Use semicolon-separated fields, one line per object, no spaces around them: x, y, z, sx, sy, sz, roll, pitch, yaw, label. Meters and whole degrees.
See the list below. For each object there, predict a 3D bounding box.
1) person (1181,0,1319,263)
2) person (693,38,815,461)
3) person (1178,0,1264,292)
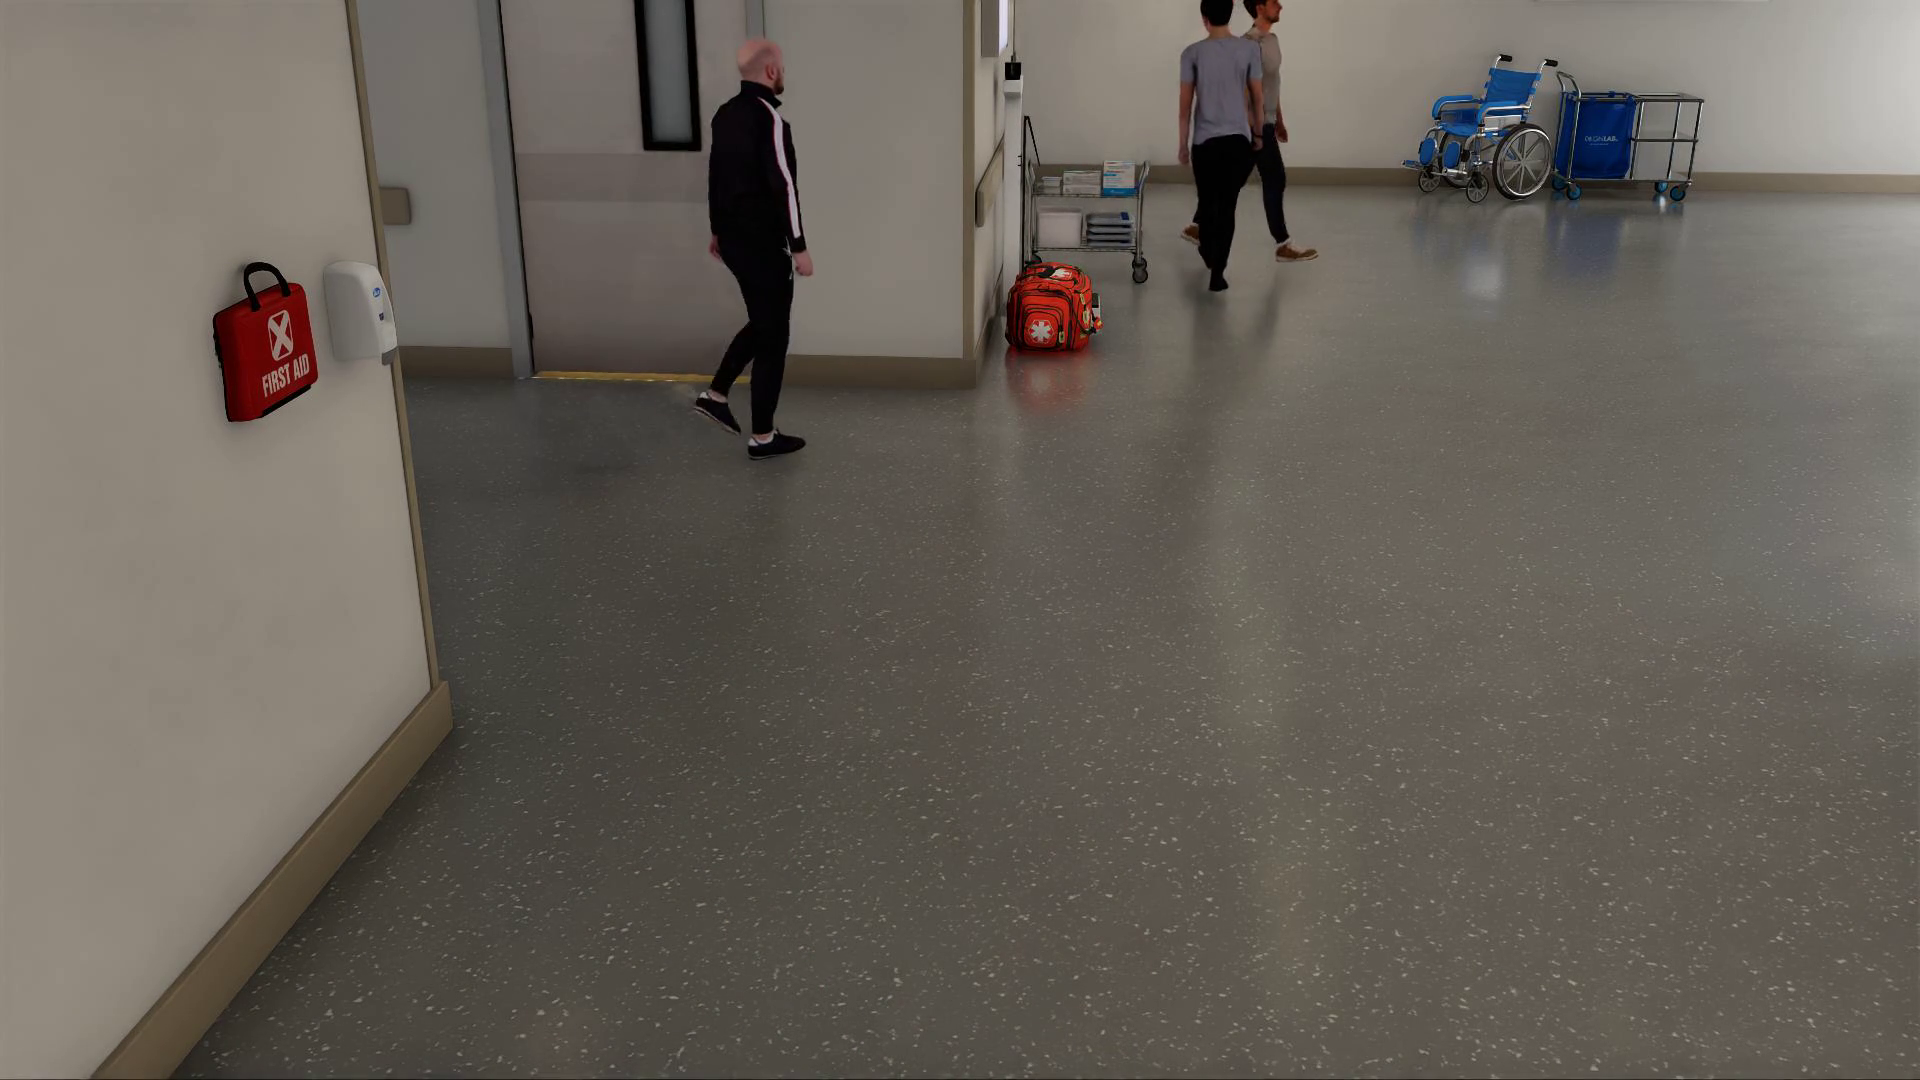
1.954;-2.847;11.461;0.934;1.859;1.228;8;22;19;person
-0.979;-1.227;7.242;0.937;1.819;0.867;-12;24;-29;person
1.651;-2.458;10.505;0.766;1.810;1.223;4;21;10;person
